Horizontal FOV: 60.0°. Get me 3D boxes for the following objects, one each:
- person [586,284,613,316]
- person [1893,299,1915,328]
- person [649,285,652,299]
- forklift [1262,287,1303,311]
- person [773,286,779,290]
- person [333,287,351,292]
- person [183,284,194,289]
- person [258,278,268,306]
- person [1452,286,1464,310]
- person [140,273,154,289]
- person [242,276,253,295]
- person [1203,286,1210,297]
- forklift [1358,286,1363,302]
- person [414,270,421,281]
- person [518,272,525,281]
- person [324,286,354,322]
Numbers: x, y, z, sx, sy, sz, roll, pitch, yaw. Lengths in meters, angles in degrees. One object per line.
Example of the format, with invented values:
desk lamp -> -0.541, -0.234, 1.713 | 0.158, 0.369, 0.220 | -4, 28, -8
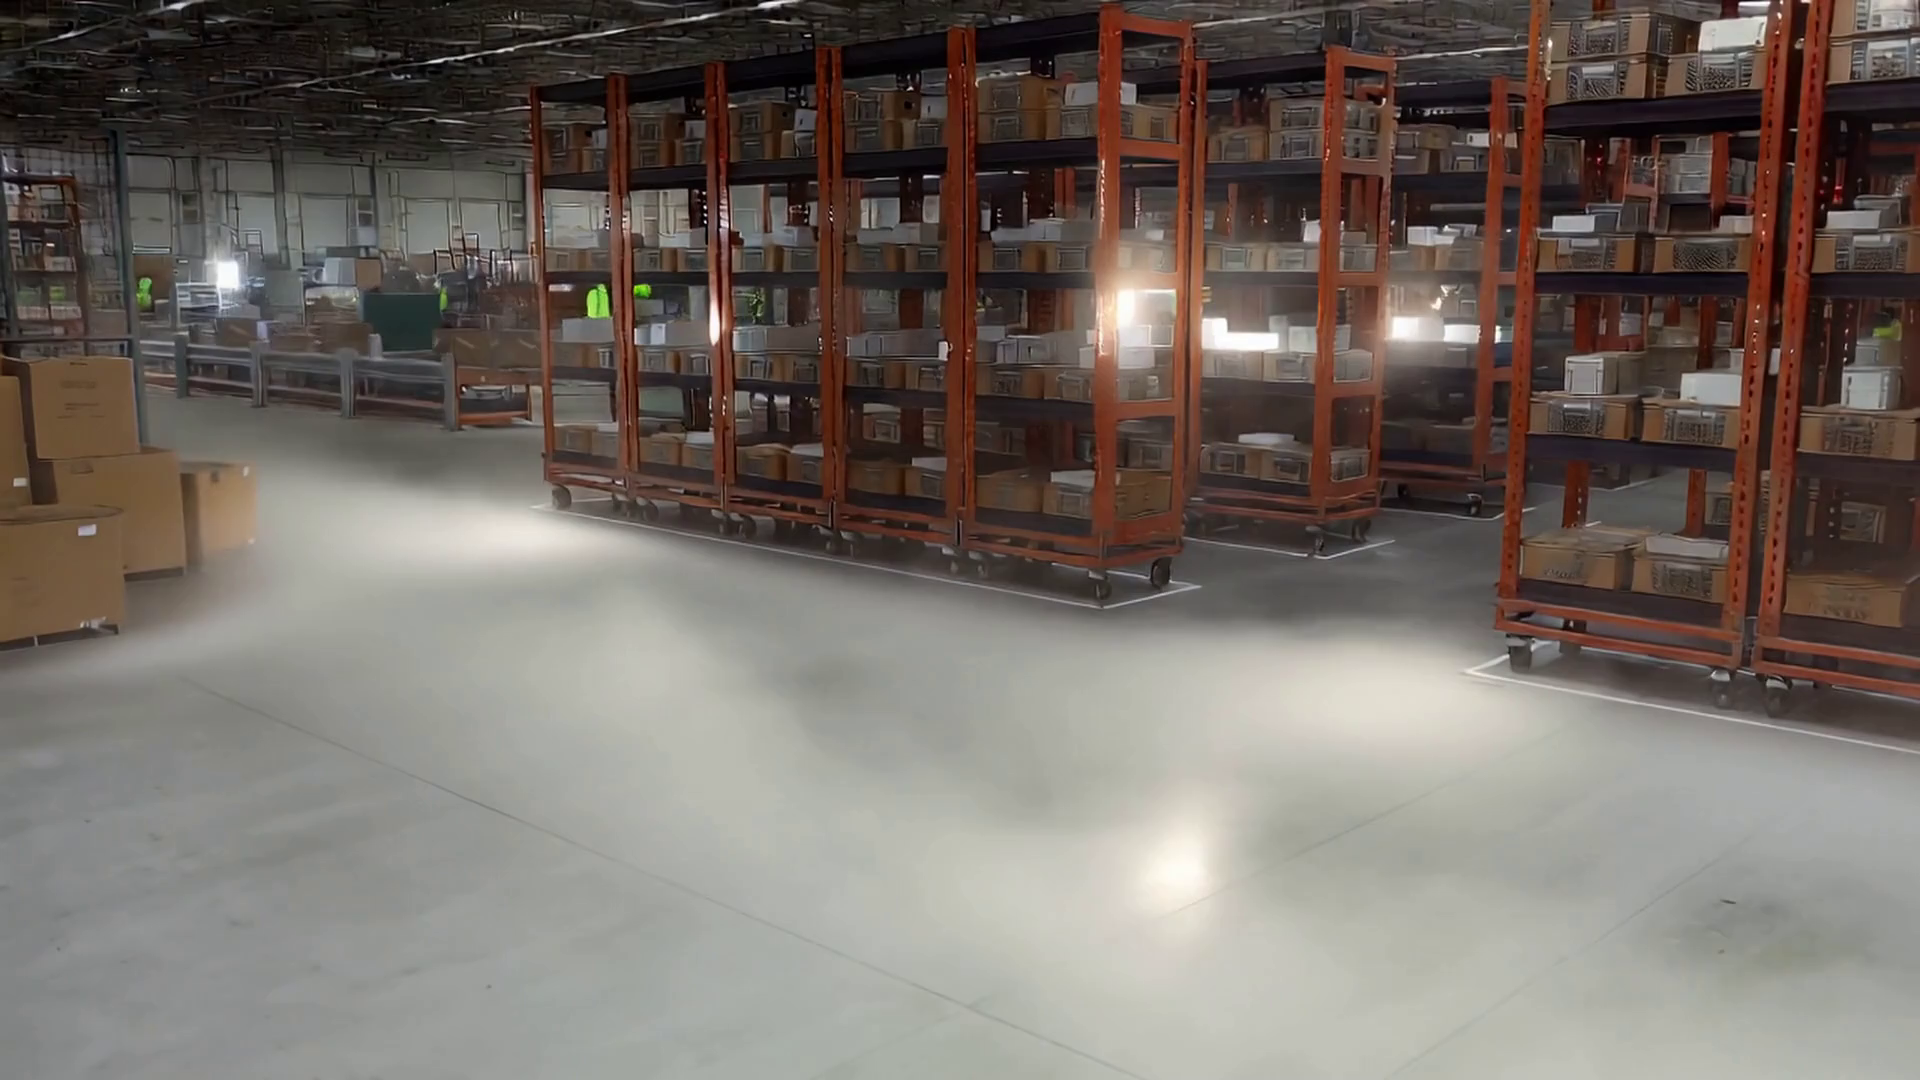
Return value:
person -> -7.097, -4.236, 32.940 | 0.397, 1.898, 0.654 | 5, 10, 27
person -> 10.980, -1.996, 19.044 | 0.658, 1.940, 1.011 | 4, 10, 25
person -> -11.556, -9.061, 62.551 | 1.020, 1.877, 0.575 | -6, 11, -32
forklift -> 10.769, -8.203, 54.240 | 1.129, 2.768, 1.873 | 8, 12, 42
person -> -7.394, -9.424, 65.553 | 0.659, 1.613, 0.550 | -8, 12, -41
person -> -18.035, -6.763, 48.474 | 0.937, 1.890, 0.562 | 8, 12, 42
person -> -39.550, -12.754, 85.358 | 0.538, 1.822, 0.929 | -2, 9, -11
person -> -26.580, -9.125, 63.409 | 0.488, 1.736, 0.338 | 5, 11, 29
person -> 9.976, -4.194, 33.173 | 0.862, 1.733, 0.524 | -9, 13, -43
person -> -34.826, -10.477, 71.237 | 0.575, 1.883, 0.355 | -2, 10, -13
person -> -24.987, -8.380, 58.591 | 0.937, 1.826, 0.533 | -3, 10, -19
person -> 8.189, -7.635, 54.566 | 0.507, 1.633, 0.274 | 6, 11, 32
forklift -> 11.100, -7.017, 46.970 | 1.873, 2.768, 1.129 | 9, 13, 43
person -> -28.556, -13.233, 87.648 | 0.537, 2.000, 0.679 | -5, 10, -27
person -> -23.668, -13.627, 90.462 | 0.900, 1.906, 0.655 | 0, 9, 2
person -> -12.260, -4.252, 32.750 | 0.657, 2.004, 0.723 | 1, 9, 8
